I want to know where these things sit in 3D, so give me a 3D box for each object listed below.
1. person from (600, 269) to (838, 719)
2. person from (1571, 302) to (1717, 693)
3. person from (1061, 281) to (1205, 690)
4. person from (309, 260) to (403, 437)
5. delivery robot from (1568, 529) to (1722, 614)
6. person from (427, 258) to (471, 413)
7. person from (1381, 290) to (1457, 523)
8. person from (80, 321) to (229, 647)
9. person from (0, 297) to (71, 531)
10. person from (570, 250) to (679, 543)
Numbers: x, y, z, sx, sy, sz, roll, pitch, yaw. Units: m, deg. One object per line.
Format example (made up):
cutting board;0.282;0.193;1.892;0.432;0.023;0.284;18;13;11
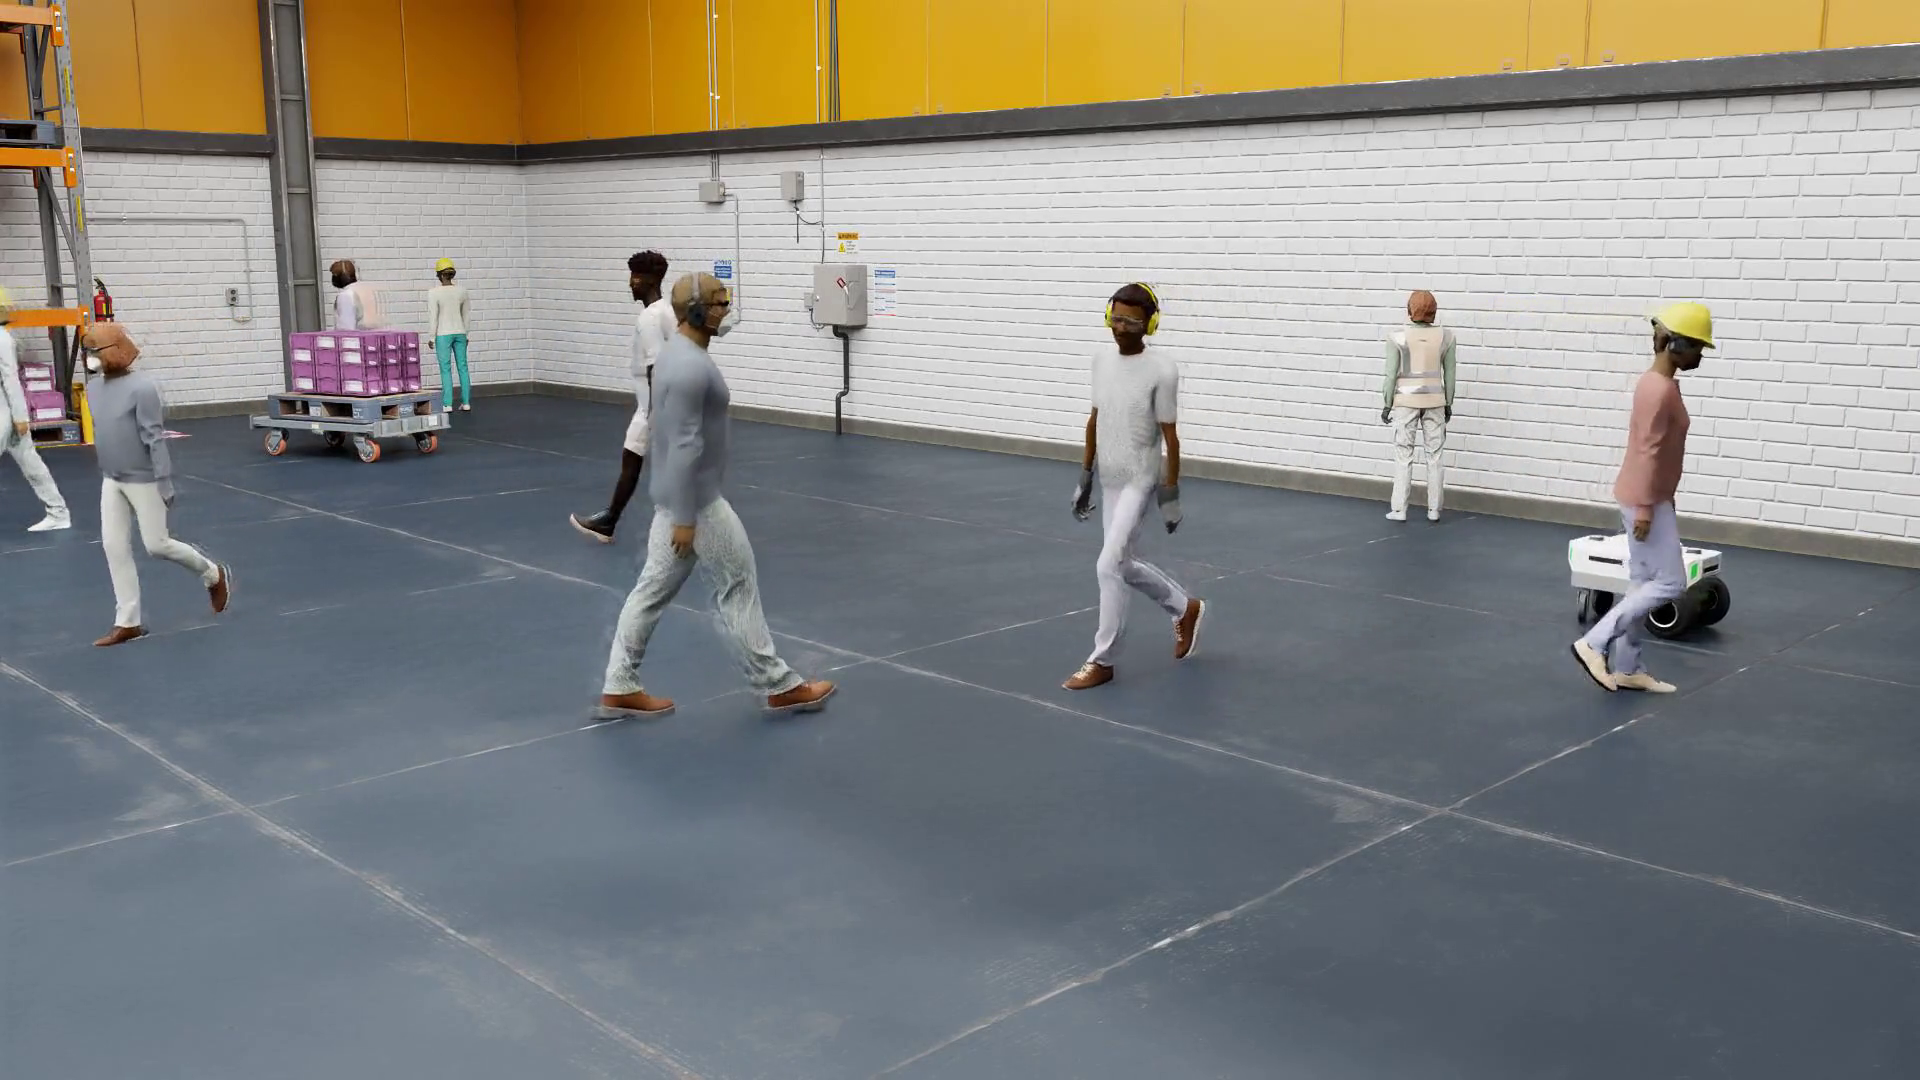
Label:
person;-1.061;-0.171;6.916;1.009;1.885;0.647;-3;11;-14
person;3.014;-0.162;7.246;0.427;1.740;0.534;4;11;19
person;0.815;-0.256;7.538;0.817;1.828;0.520;-7;13;-34
person;-6.046;-1.887;16.581;0.977;1.777;0.643;2;11;12
delivery robot;3.546;0.129;8.639;0.477;0.478;0.707;-9;14;-42
person;-5.842;-2.332;19.013;0.315;1.769;0.525;9;13;39
person;3.229;-0.932;11.720;0.514;1.641;0.309;0;10;0
person;-4.096;-0.305;8.391;0.532;1.605;0.701;5;12;26
person;-6.486;-0.851;11.136;0.910;1.696;0.494;-8;13;-38
person;-2.065;-0.912;10.841;0.968;1.915;0.630;2;11;9
